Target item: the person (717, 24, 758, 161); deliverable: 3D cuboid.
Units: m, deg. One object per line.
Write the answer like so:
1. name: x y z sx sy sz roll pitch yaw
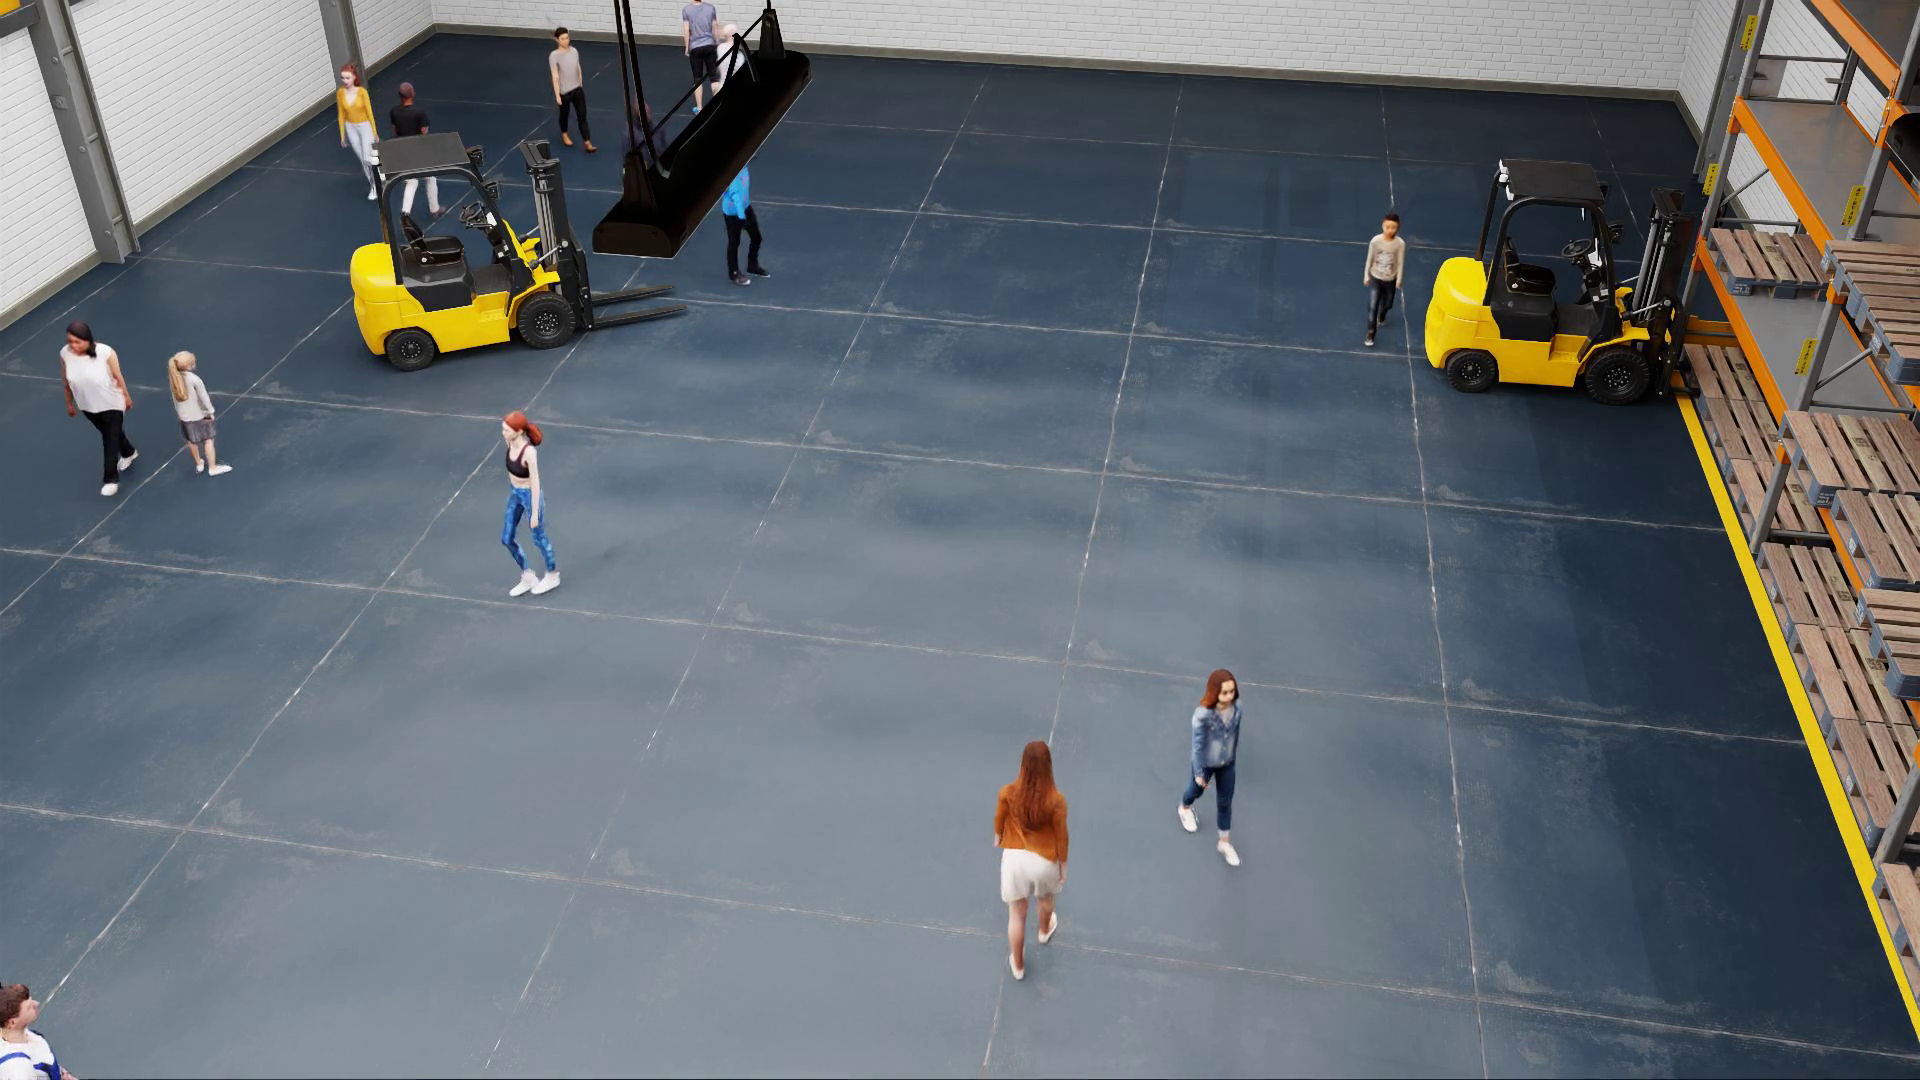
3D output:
1. person: -3.065 -6.032 22.398 0.804 1.833 0.771 -27 42 -35

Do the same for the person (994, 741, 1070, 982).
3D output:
1. person: 0.434 2.062 10.352 0.658 1.688 0.822 4 34 6

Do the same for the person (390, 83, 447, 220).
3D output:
1. person: -6.727 -4.688 20.426 0.675 1.778 1.101 5 34 8

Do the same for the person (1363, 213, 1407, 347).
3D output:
1. person: 4.577 -2.851 17.961 0.574 1.446 0.841 8 34 12

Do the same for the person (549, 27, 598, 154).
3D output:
1. person: -5.379 -6.157 22.727 1.104 1.676 1.156 -22 39 -29

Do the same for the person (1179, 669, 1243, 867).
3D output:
1. person: 1.701 1.481 11.436 0.837 1.455 0.977 -14 36 -19

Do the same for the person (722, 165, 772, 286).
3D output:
1. person: -2.625 -3.775 19.050 0.776 1.780 0.720 14 36 20

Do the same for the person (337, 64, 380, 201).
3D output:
1. person: -7.647 -5.233 21.280 0.623 1.739 0.619 1 34 1

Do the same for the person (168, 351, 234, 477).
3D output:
1. person: -7.235 -1.204 15.647 0.582 1.264 0.520 1 34 2

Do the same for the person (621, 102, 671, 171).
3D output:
1. person: -3.767 -4.394 19.980 1.212 1.782 1.244 -24 41 -32

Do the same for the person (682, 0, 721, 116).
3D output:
1. person: -3.694 -7.043 23.868 0.744 1.889 0.743 -10 35 -14

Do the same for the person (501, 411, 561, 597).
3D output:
1. person: -3.524 -0.318 13.856 0.831 1.772 0.769 -29 43 -36

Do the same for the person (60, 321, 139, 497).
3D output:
1. person: -7.950 -1.298 15.454 0.769 1.637 1.132 3 34 4
